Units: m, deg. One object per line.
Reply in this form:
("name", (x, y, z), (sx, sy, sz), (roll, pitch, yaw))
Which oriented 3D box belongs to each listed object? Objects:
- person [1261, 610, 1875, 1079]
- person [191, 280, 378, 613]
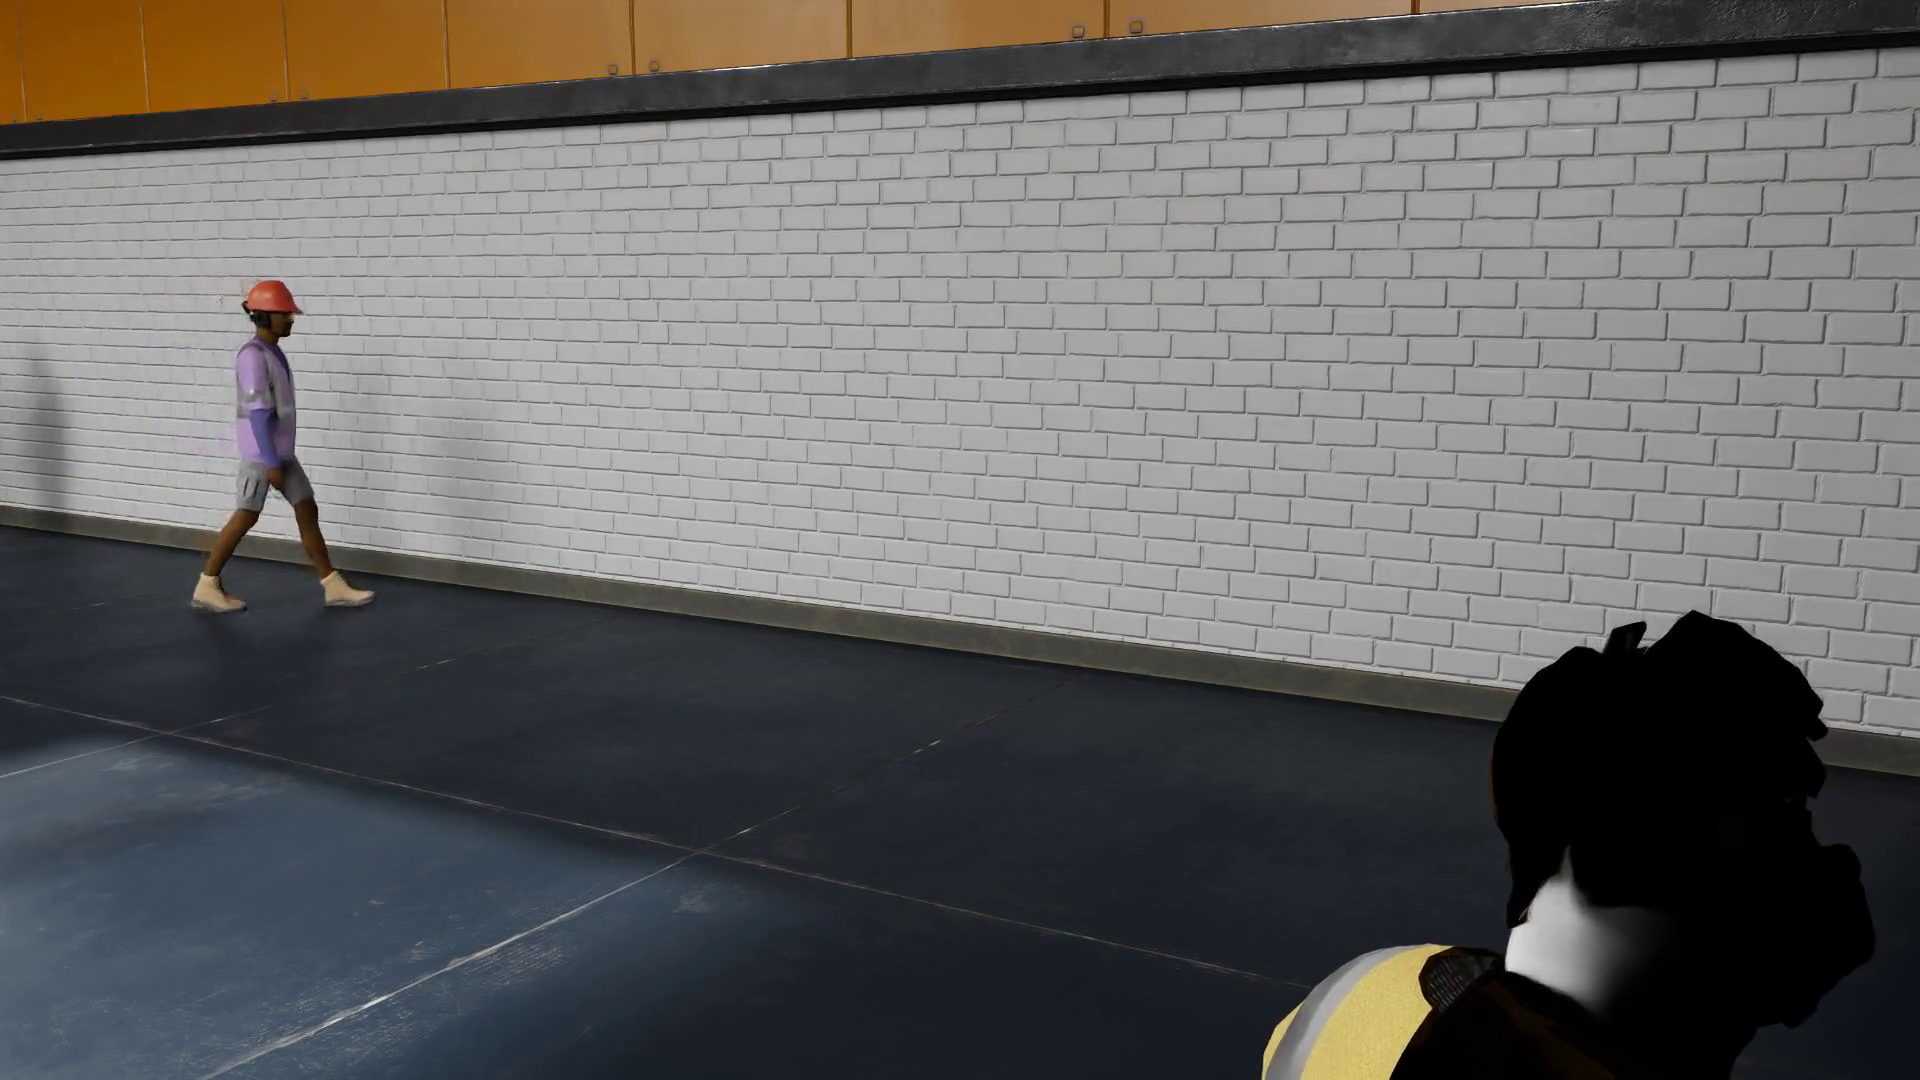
("person", (0.428, 0.940, 1.079), (0.429, 1.844, 0.624), (-3, 10, -17))
("person", (-4.127, -0.546, 9.910), (1.058, 1.991, 0.633), (-1, 9, -6))
